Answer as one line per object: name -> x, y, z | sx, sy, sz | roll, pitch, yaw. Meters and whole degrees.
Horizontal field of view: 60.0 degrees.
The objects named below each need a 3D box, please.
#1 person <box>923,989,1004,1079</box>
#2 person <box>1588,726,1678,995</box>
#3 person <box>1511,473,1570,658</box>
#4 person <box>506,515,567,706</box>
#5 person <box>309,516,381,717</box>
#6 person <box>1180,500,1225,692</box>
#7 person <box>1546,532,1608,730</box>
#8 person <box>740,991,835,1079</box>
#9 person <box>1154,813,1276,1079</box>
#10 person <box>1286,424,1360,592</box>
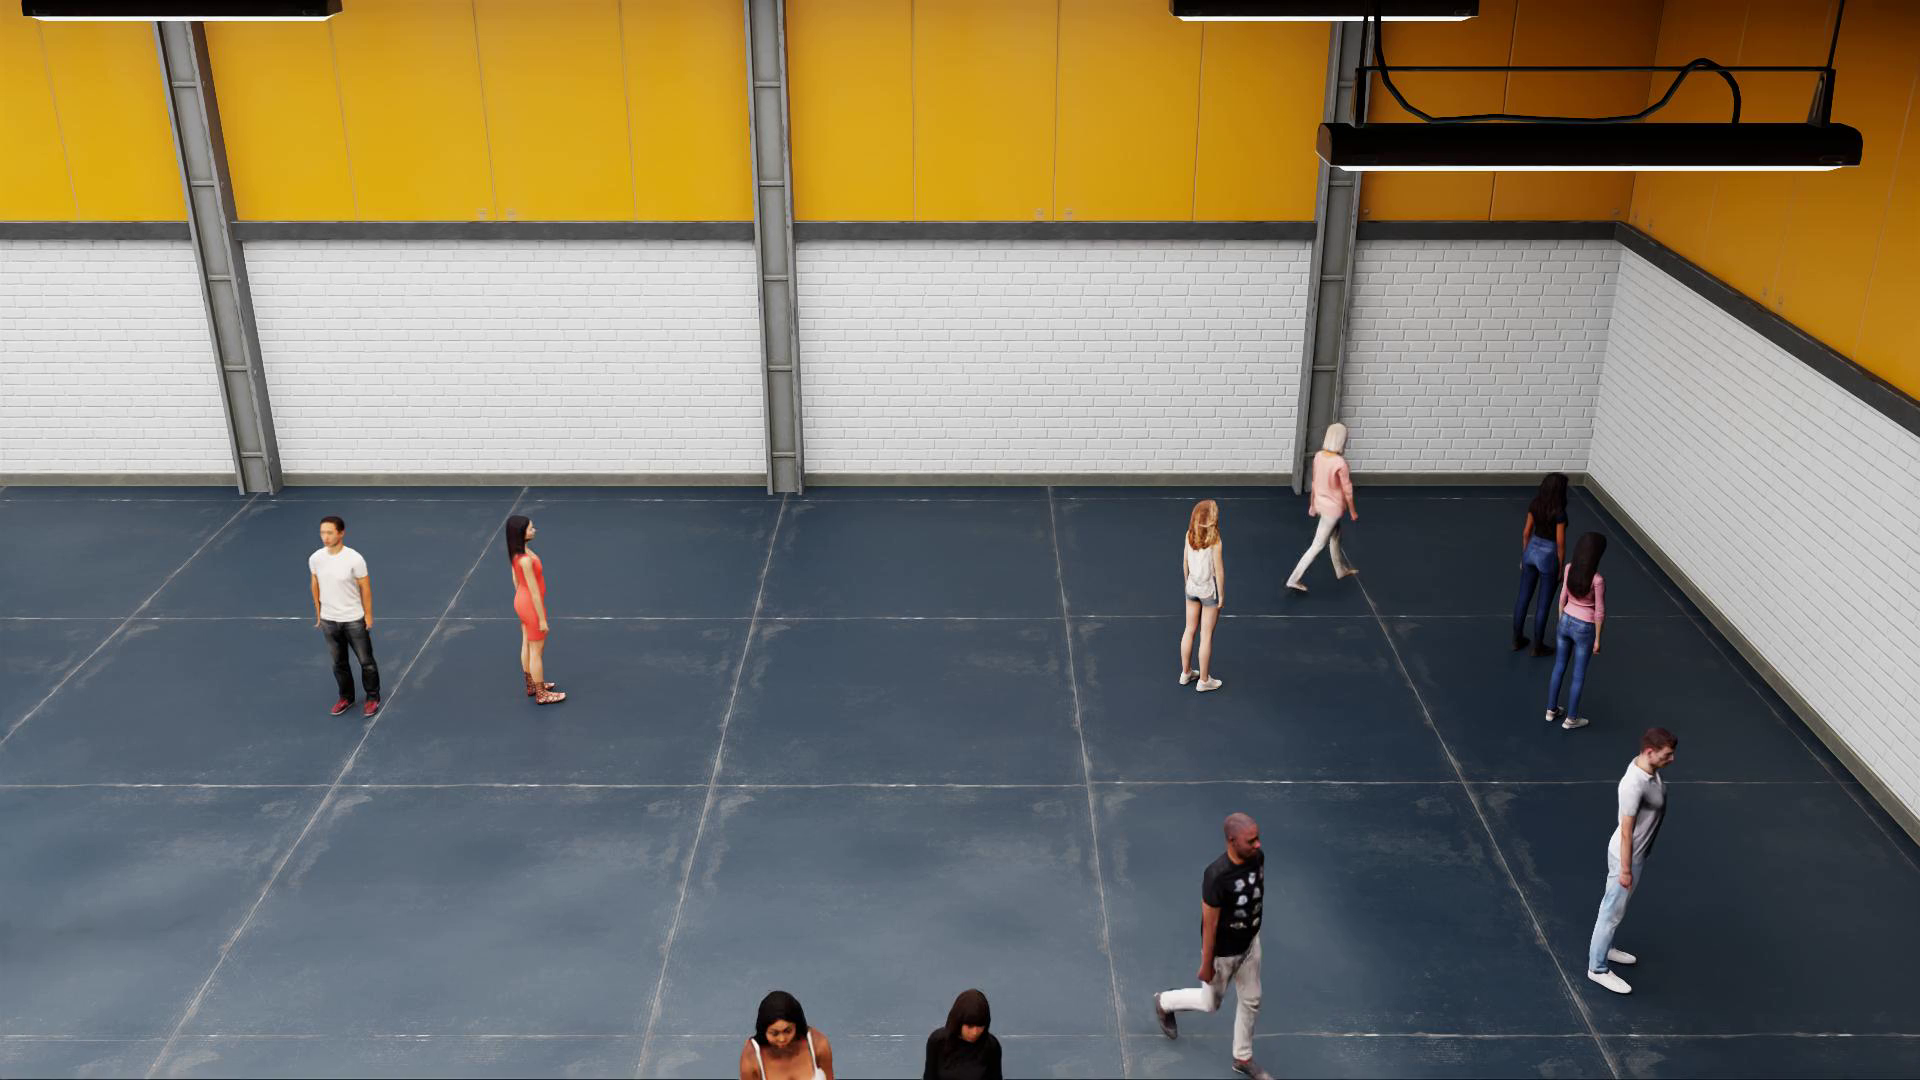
person -> 0.004, 2.979, 8.846 | 0.624, 1.627, 0.651 | 2, 24, 4
person -> 4.324, 2.017, 10.761 | 0.724, 1.856, 0.732 | 13, 27, 27
person -> 5.251, 0.215, 15.031 | 0.701, 1.738, 0.662 | -17, 29, -33
person -> -3.671, 0.586, 14.204 | 0.693, 1.719, 0.671 | -14, 27, -30
person -> -5.171, 0.626, 14.008 | 0.492, 1.804, 0.704 | 2, 24, 4
person -> 2.094, 0.474, 14.412 | 0.700, 1.759, 0.650 | -19, 30, -37
person -> 5.135, 0.734, 13.838 | 0.678, 1.741, 0.656 | -15, 28, -30
person -> -0.872, 3.016, 8.571 | 1.134, 1.780, 0.927 | -8, 25, -18
person -> 1.554, 2.399, 9.980 | 1.107, 1.782, 1.151 | -21, 31, -39
person -> 3.528, -0.273, 16.217 | 1.238, 1.682, 0.942 | -11, 26, -23
